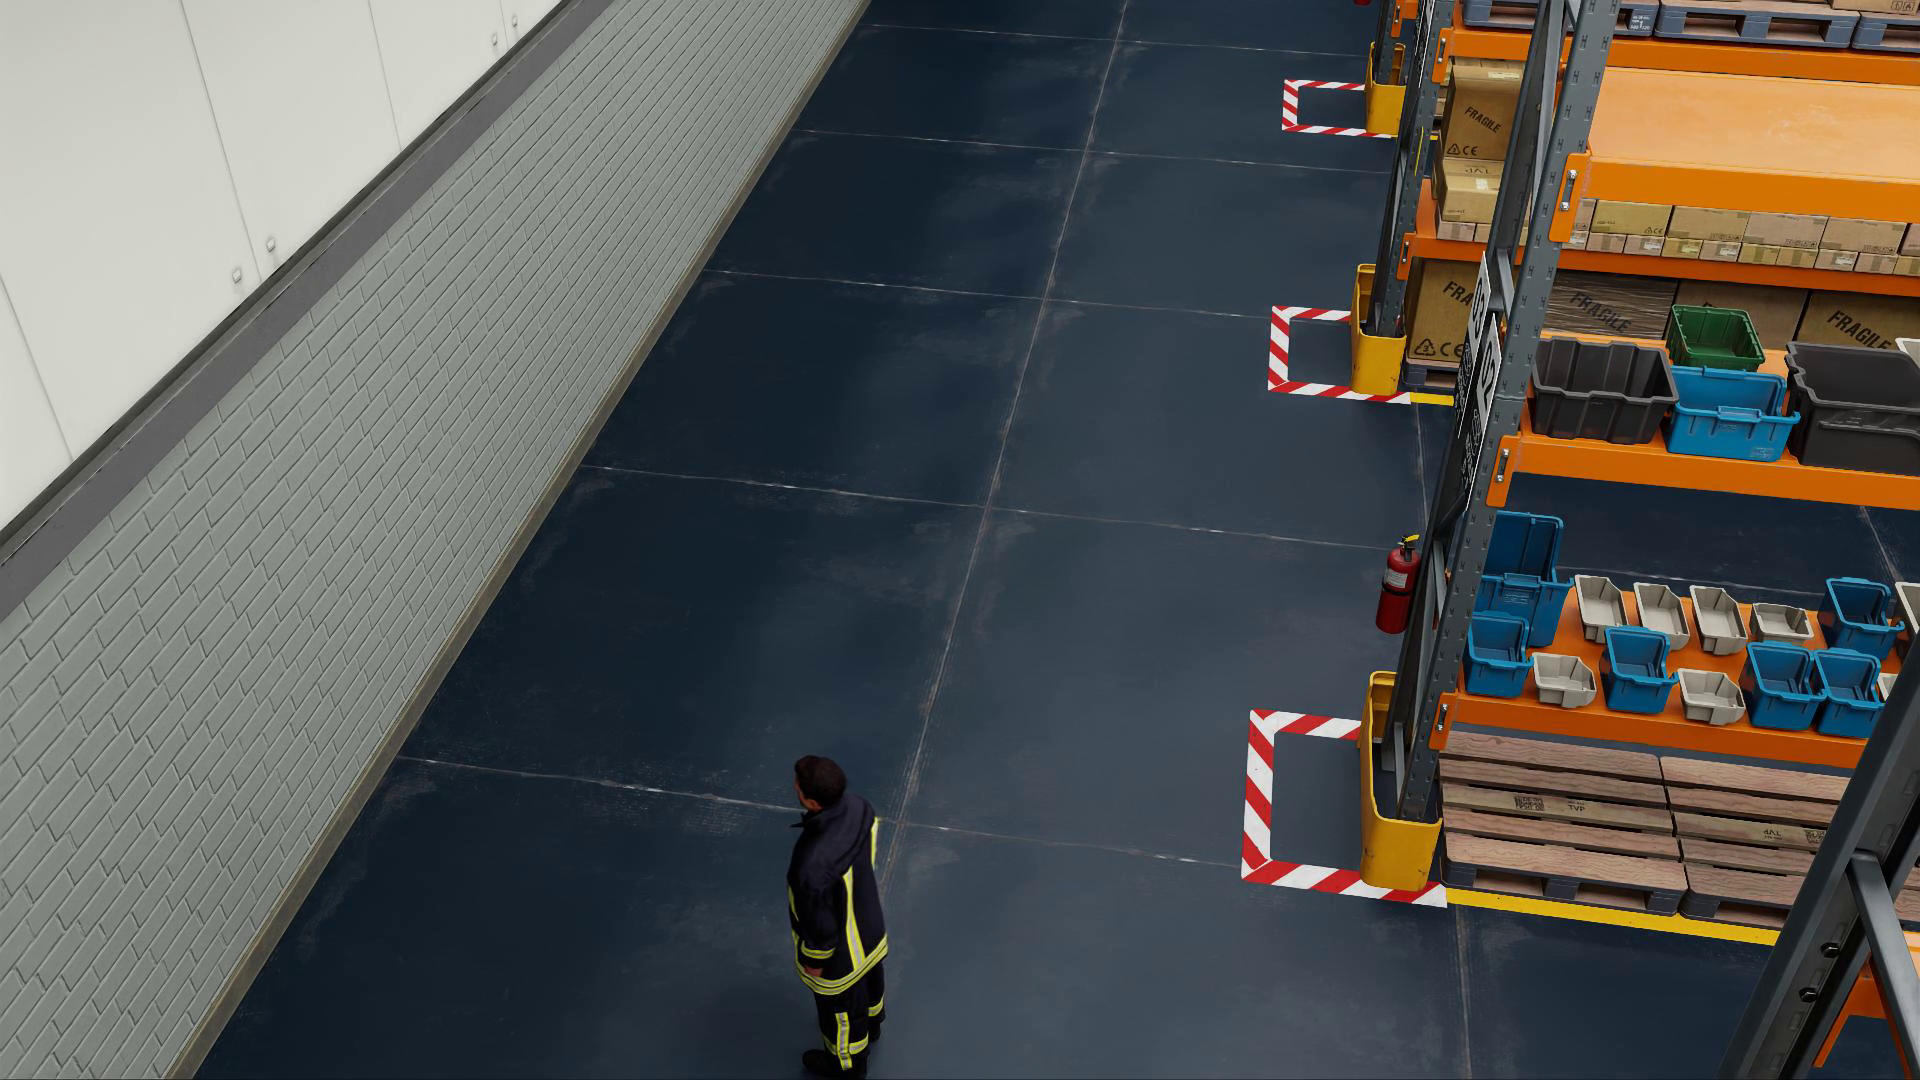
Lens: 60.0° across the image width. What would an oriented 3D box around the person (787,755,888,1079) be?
[{"bbox_3d":[-0.540,1.694,7.420,0.711,1.926,0.825,11,39,15],"label":"person"}]
